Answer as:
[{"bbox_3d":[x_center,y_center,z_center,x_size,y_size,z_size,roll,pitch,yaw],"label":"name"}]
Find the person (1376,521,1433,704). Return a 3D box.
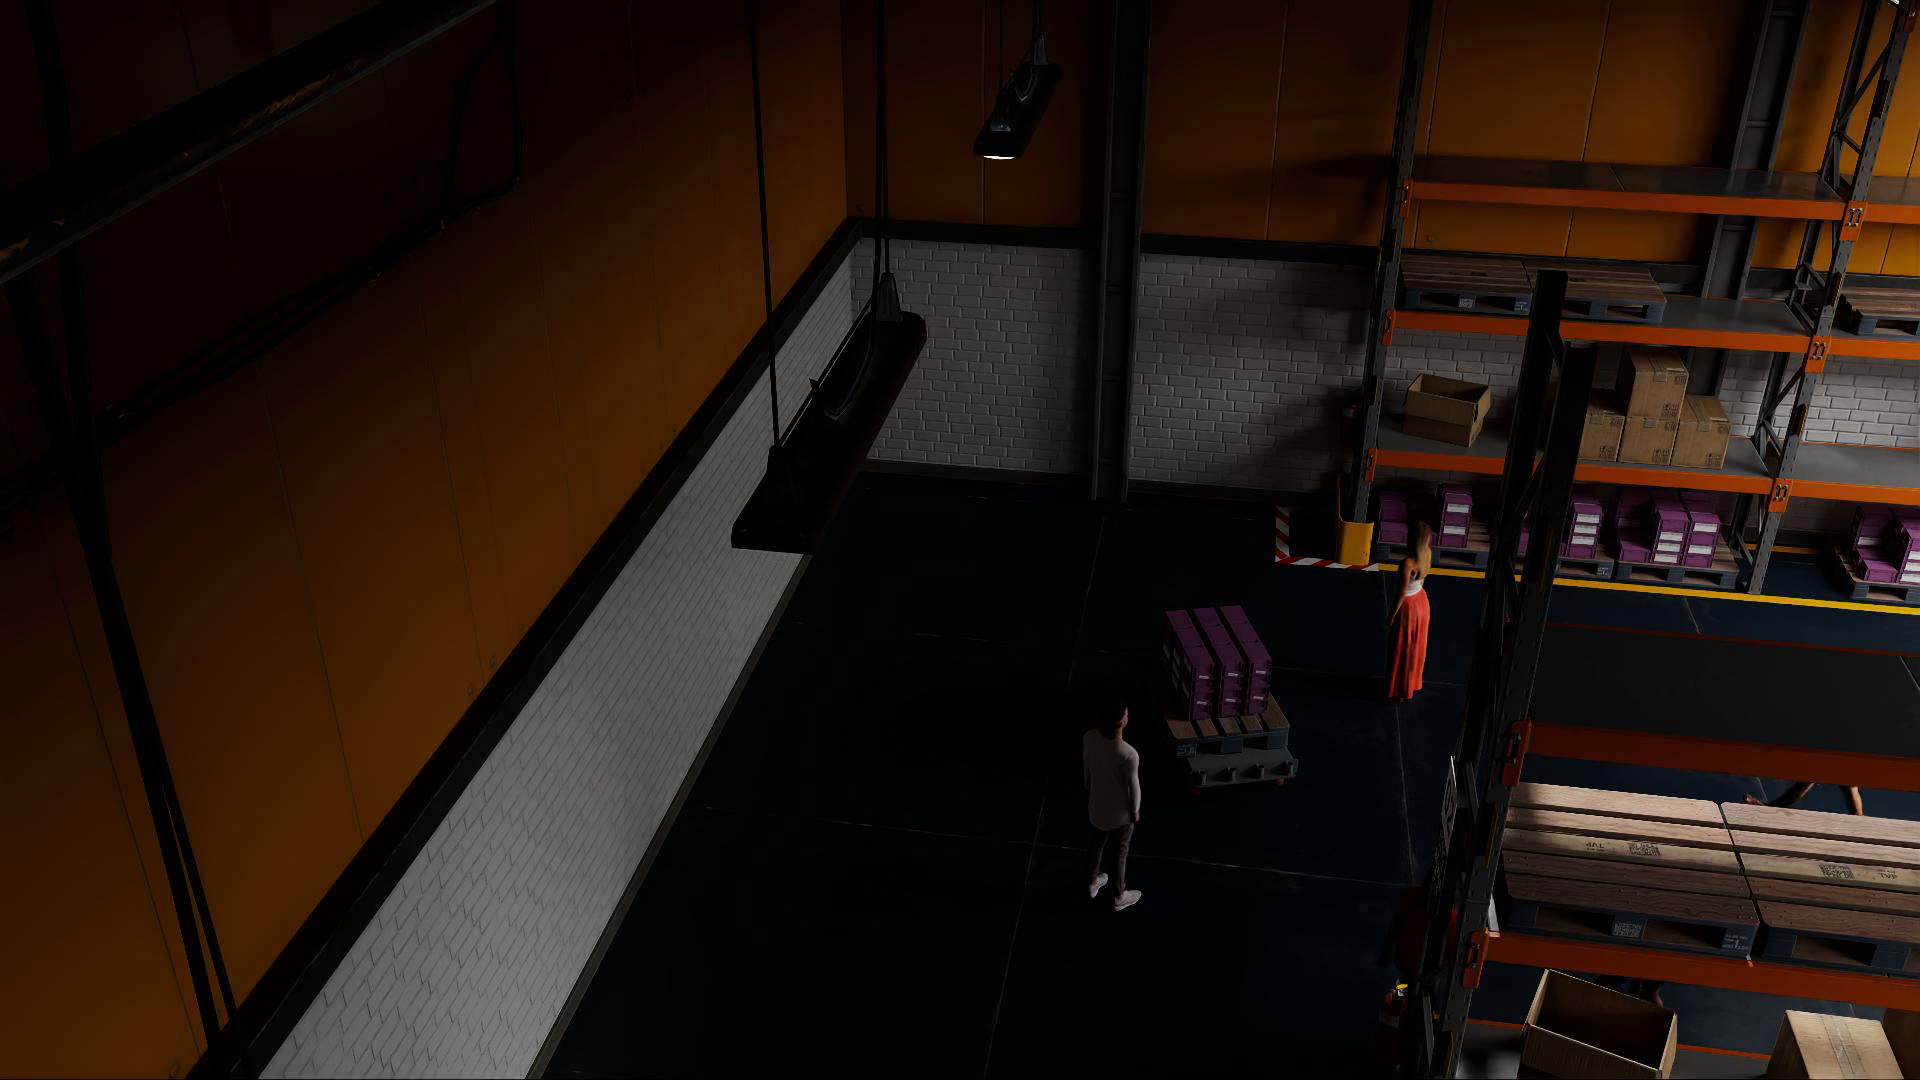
[{"bbox_3d":[4.043,0.638,14.954,0.754,1.803,0.725,25,37,37],"label":"person"}]

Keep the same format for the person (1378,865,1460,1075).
[{"bbox_3d":[2.987,2.857,11.013,0.868,1.682,0.782,-24,37,-37],"label":"person"}]

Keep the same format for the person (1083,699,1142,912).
[{"bbox_3d":[1.139,1.963,12.486,0.699,1.840,0.812,24,37,37],"label":"person"}]
